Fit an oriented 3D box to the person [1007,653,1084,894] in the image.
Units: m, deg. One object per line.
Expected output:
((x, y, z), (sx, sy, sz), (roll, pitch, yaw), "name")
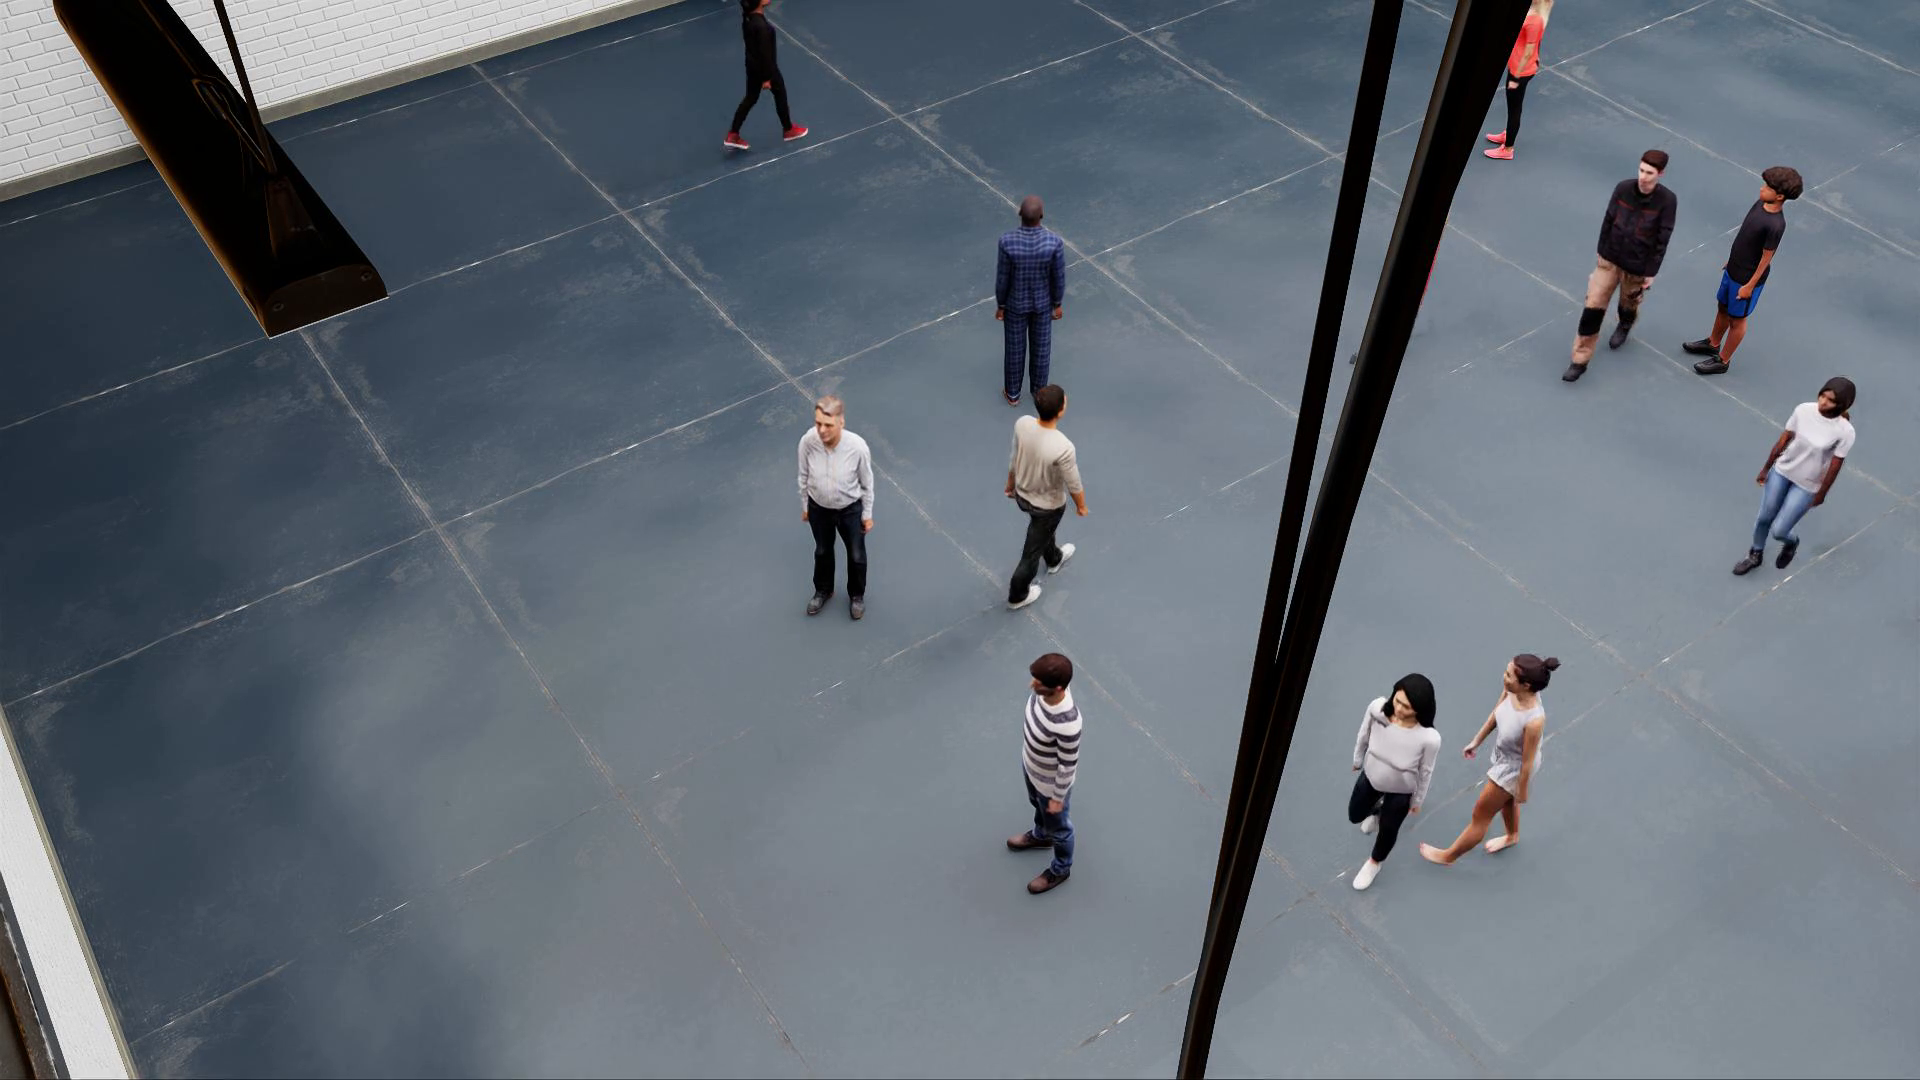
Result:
((0.509, 1.268, 9.297), (0.642, 1.850, 0.707), (-12, 45, -12), "person")

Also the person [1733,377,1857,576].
((5.666, -0.422, 11.174), (0.689, 1.709, 0.603), (-23, 48, -22), "person")

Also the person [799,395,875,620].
((-0.802, -0.229, 10.891), (0.734, 1.820, 0.783), (9, 44, 9), "person")

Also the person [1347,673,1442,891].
((2.480, 1.301, 9.378), (0.732, 1.691, 0.827), (30, 51, 27), "person")

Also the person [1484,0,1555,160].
((5.168, -4.325, 15.282), (0.739, 1.693, 0.650), (13, 45, 14), "person")

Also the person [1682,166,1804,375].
((6.093, -2.091, 12.860), (0.746, 1.799, 0.706), (0, 44, 0), "person")

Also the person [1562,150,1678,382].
((5.194, -2.163, 12.866), (0.968, 1.895, 1.294), (26, 49, 25), "person")

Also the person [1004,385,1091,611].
((0.462, -0.228, 10.914), (0.986, 1.787, 0.774), (-33, 53, -30), "person")

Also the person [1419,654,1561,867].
((3.229, 1.236, 9.501), (0.997, 1.615, 0.886), (-4, 44, -4), "person")

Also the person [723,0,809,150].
((-1.905, -4.341, 15.331), (1.053, 1.648, 0.572), (-26, 49, -25), "person")

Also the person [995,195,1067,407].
((0.510, -1.797, 12.534), (0.752, 1.824, 0.847), (0, 44, 0), "person")
